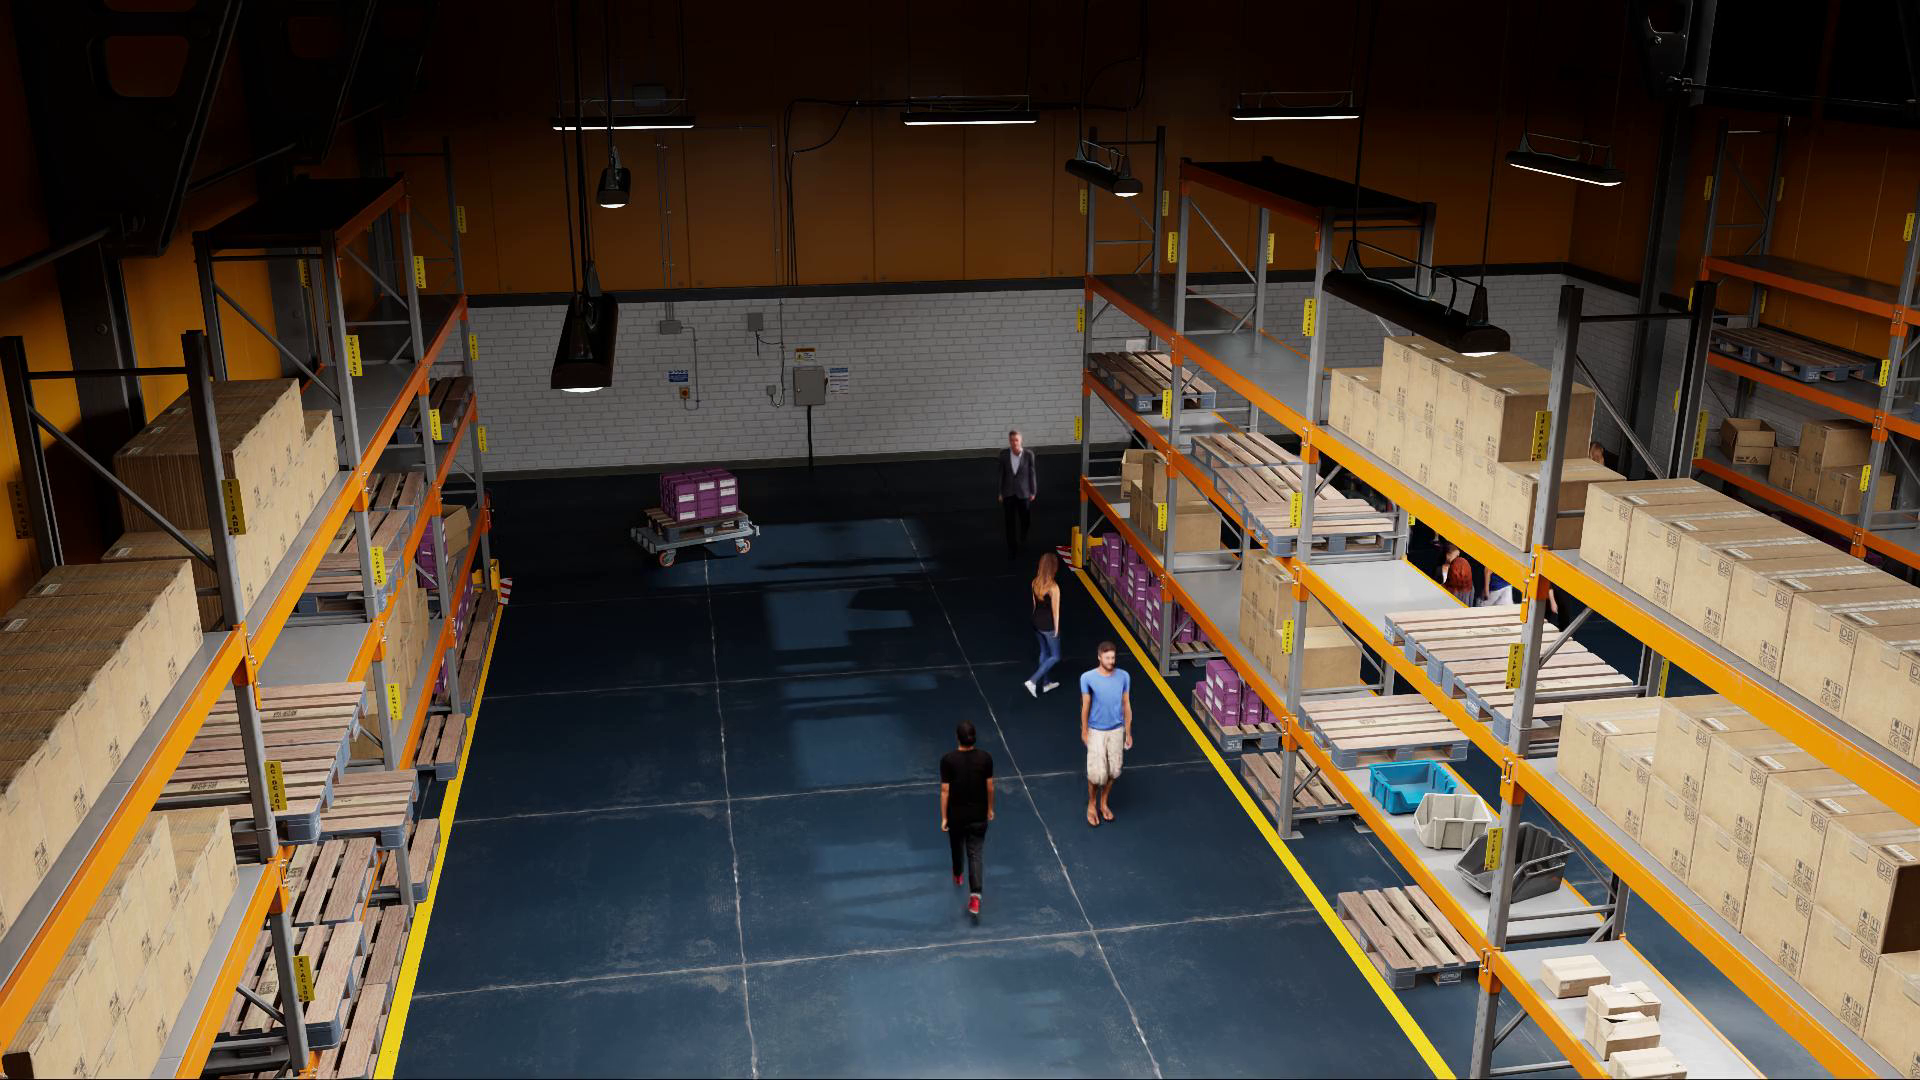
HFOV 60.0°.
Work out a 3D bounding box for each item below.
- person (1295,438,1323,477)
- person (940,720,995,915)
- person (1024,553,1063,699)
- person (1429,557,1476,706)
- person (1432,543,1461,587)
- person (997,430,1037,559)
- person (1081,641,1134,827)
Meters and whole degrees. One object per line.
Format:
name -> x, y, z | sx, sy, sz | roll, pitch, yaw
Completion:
person -> 4.789, -0.598, 23.373 | 0.763, 1.811, 1.108 | -2, 19, -6
person -> 0.075, 2.435, 14.512 | 0.713, 1.719, 1.184 | -2, 19, -5
person -> 0.919, 0.993, 18.819 | 0.893, 1.703, 0.924 | -15, 24, -38
person -> 5.508, 1.026, 18.601 | 0.573, 1.780, 0.484 | -3, 19, -9
person -> 5.674, 0.764, 19.786 | 0.564, 1.518, 1.044 | -2, 19, -6
person -> 0.801, -0.692, 23.636 | 0.868, 1.822, 1.049 | 2, 19, 6
person -> 1.387, 1.814, 16.150 | 0.642, 1.849, 0.675 | -4, 19, -12
